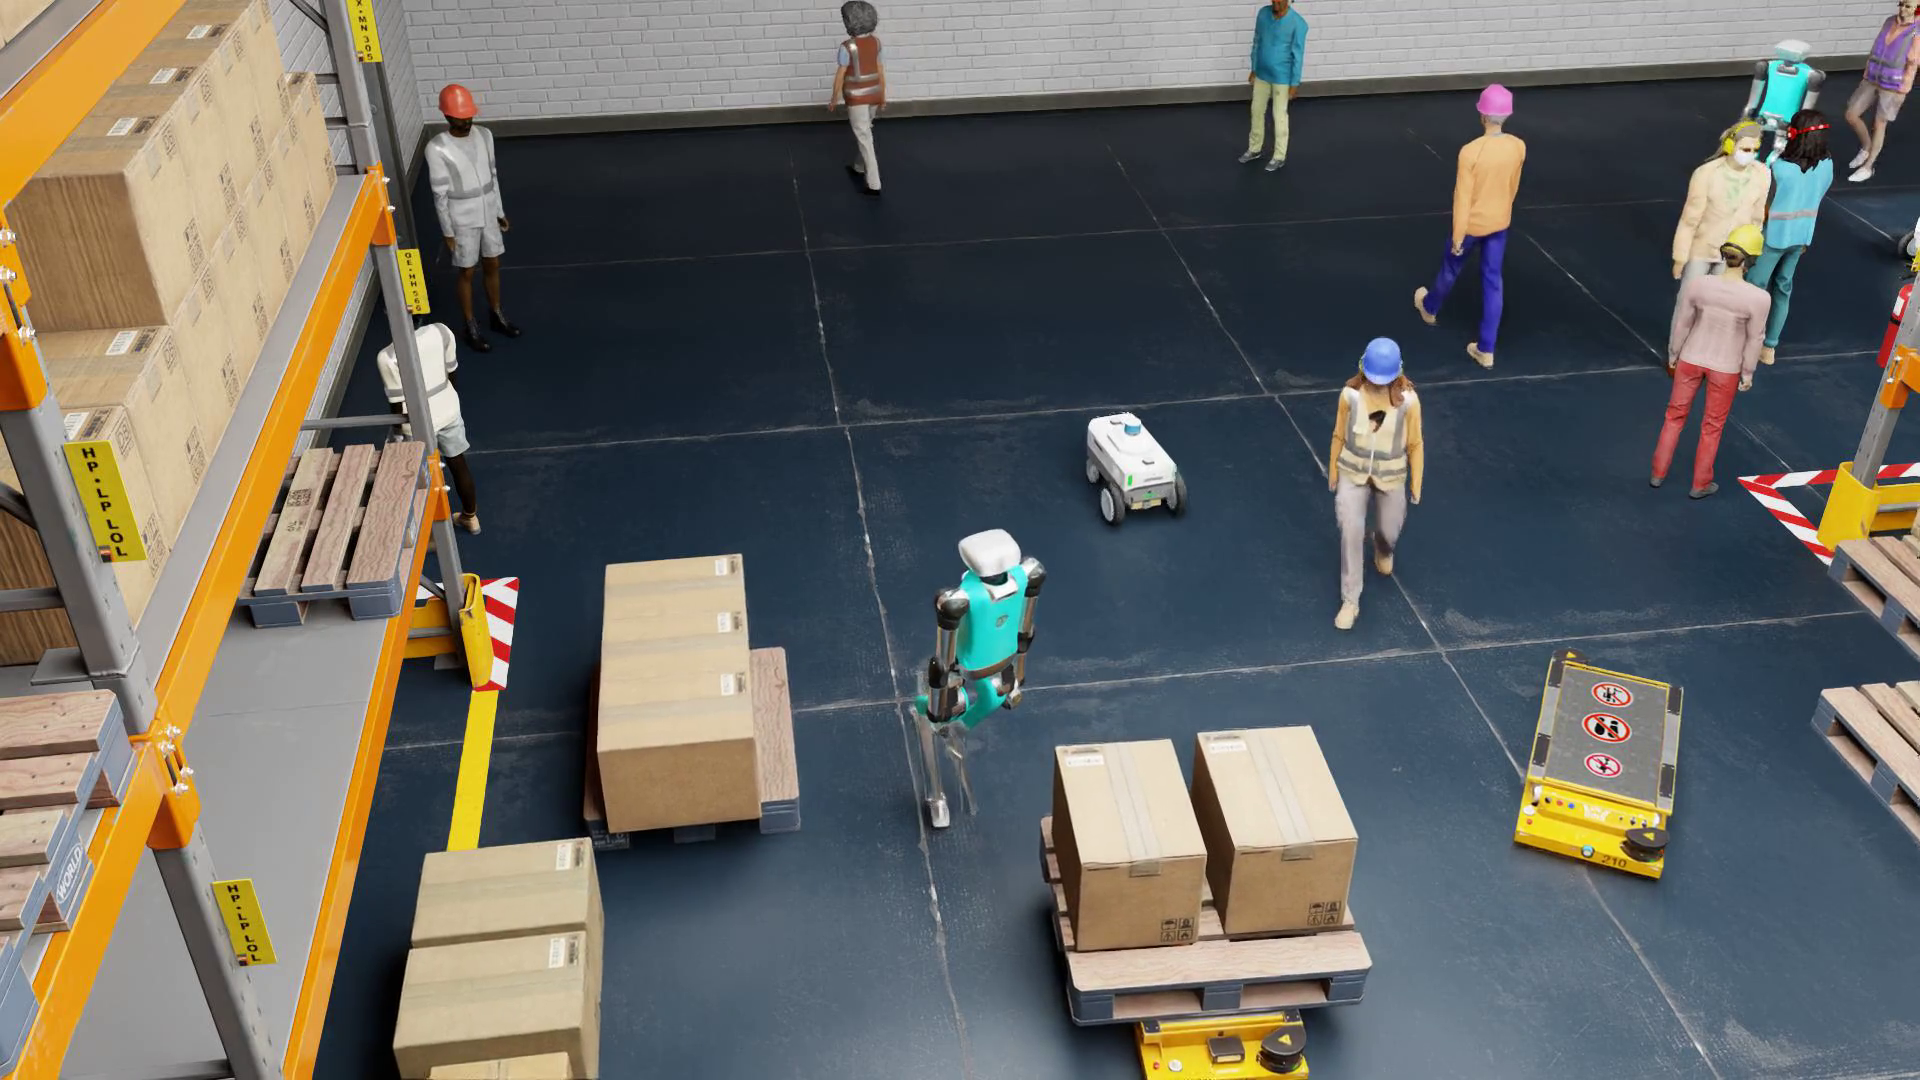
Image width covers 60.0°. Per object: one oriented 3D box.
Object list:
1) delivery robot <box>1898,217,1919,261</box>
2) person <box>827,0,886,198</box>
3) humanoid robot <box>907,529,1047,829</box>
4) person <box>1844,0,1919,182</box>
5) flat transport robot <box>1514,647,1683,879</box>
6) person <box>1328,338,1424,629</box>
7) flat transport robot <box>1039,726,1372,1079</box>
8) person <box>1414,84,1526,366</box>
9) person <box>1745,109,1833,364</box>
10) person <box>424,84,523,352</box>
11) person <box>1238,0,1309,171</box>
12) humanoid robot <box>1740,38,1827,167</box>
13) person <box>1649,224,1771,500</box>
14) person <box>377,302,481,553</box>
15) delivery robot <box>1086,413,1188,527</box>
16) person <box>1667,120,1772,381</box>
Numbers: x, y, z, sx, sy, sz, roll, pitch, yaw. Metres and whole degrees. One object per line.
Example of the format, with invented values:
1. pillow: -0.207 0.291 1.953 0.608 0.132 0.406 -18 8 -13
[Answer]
1. delivery robot: 8.006 -2.418 13.270 0.739 0.566 0.499 -5 33 -7
2. person: -0.926 -3.859 14.492 0.460 1.658 0.772 -28 42 -36
3. humanoid robot: -0.022 0.652 7.583 0.531 1.850 0.797 -21 38 -28
4. person: 8.165 -4.001 14.686 0.400 1.680 0.521 -11 35 -16
5. flat transport robot: 3.178 1.063 8.223 0.659 0.231 1.431 13 35 19
6. person: 2.280 -0.387 9.093 0.518 1.739 0.675 11 35 17
7. flat transport robot: 1.002 1.736 7.192 0.659 0.231 1.431 -3 33 -5
8. person: 3.678 -2.286 11.840 0.516 1.924 1.062 -5 33 -7
9. person: 5.703 -2.073 11.580 0.508 1.860 0.390 -7 34 -10
10. person: -3.451 -2.295 11.844 0.371 1.934 0.550 24 40 32
11. person: 2.810 -4.191 14.927 0.358 1.740 0.564 -24 40 -32
12. humanoid robot: 6.257 -2.992 13.070 0.722 1.769 0.535 -28 43 -36
13. person: 4.578 -1.075 10.138 0.524 1.759 0.325 24 40 32
14. person: -3.083 -0.702 9.622 0.318 1.696 0.533 18 37 25
15. delivery robot: 1.063 -0.457 10.304 0.499 0.609 0.807 -10 34 -15
16. person: 5.163 -1.958 11.390 0.575 1.863 0.500 6 34 9
